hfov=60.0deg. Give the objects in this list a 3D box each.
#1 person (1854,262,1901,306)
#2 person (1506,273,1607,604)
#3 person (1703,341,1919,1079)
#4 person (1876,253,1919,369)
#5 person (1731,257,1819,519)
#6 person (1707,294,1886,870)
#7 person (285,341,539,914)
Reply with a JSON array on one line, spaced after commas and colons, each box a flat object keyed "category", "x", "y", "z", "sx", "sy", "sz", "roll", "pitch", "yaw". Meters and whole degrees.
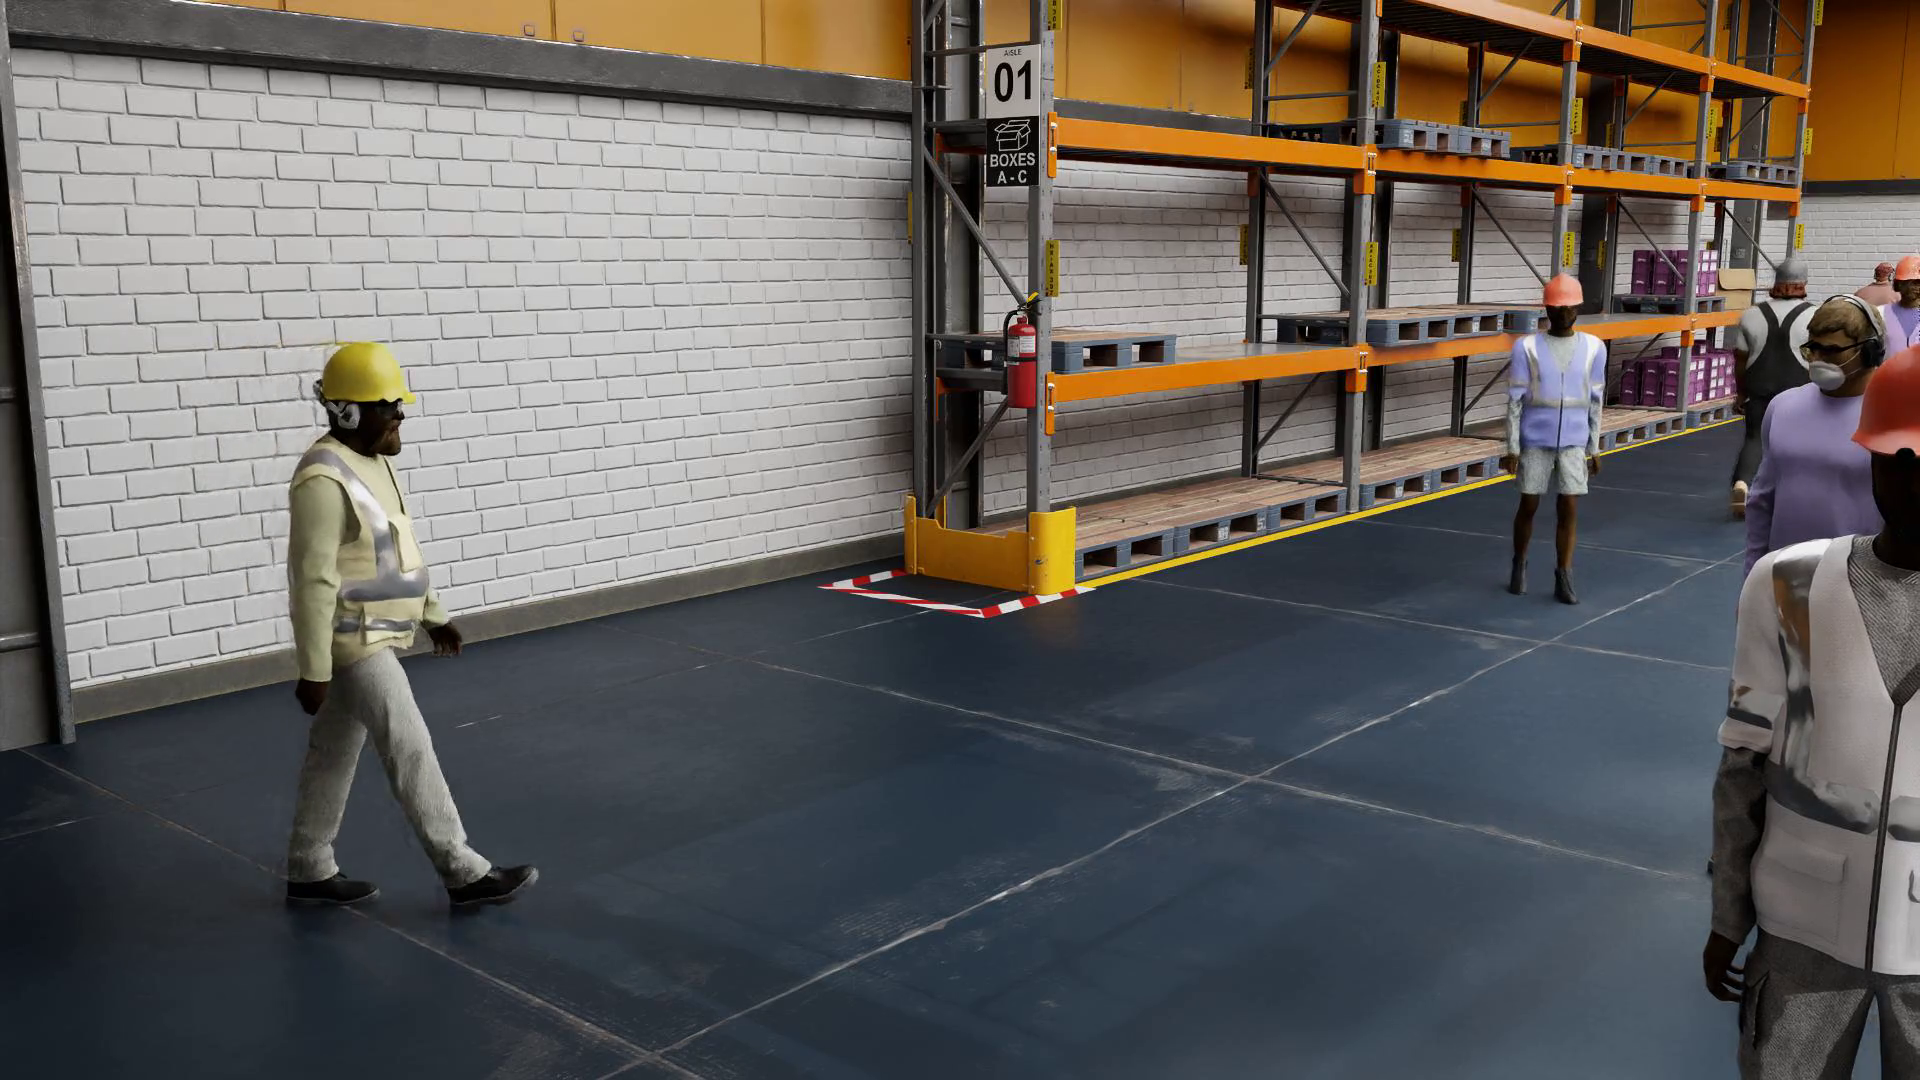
[{"category": "person", "x": 11.065, "y": -2.381, "z": 20.021, "sx": 0.639, "sy": 1.908, "sz": 0.409, "roll": 9, "pitch": 14, "yaw": 42}, {"category": "person", "x": 3.508, "y": -0.596, "z": 9.810, "sx": 0.547, "sy": 1.944, "sz": 0.396, "roll": 1, "pitch": 10, "yaw": 8}, {"category": "person", "x": 1.518, "y": 0.637, "z": 2.742, "sx": 0.545, "sy": 1.941, "sz": 0.351, "roll": 7, "pitch": 12, "yaw": 33}, {"category": "person", "x": 6.903, "y": -1.067, "z": 12.175, "sx": 0.633, "sy": 2.032, "sz": 0.421, "roll": 6, "pitch": 12, "yaw": 31}, {"category": "person", "x": 6.237, "y": -1.160, "z": 12.687, "sx": 0.678, "sy": 2.000, "sz": 0.874, "roll": 8, "pitch": 13, "yaw": 40}, {"category": "person", "x": 2.751, "y": 0.194, "z": 5.283, "sx": 0.372, "sy": 1.934, "sz": 0.627, "roll": -5, "pitch": 11, "yaw": -26}, {"category": "person", "x": -1.743, "y": 0.287, "z": 5.160, "sx": 0.873, "sy": 1.787, "sz": 0.590, "roll": -2, "pitch": 10, "yaw": -9}]
